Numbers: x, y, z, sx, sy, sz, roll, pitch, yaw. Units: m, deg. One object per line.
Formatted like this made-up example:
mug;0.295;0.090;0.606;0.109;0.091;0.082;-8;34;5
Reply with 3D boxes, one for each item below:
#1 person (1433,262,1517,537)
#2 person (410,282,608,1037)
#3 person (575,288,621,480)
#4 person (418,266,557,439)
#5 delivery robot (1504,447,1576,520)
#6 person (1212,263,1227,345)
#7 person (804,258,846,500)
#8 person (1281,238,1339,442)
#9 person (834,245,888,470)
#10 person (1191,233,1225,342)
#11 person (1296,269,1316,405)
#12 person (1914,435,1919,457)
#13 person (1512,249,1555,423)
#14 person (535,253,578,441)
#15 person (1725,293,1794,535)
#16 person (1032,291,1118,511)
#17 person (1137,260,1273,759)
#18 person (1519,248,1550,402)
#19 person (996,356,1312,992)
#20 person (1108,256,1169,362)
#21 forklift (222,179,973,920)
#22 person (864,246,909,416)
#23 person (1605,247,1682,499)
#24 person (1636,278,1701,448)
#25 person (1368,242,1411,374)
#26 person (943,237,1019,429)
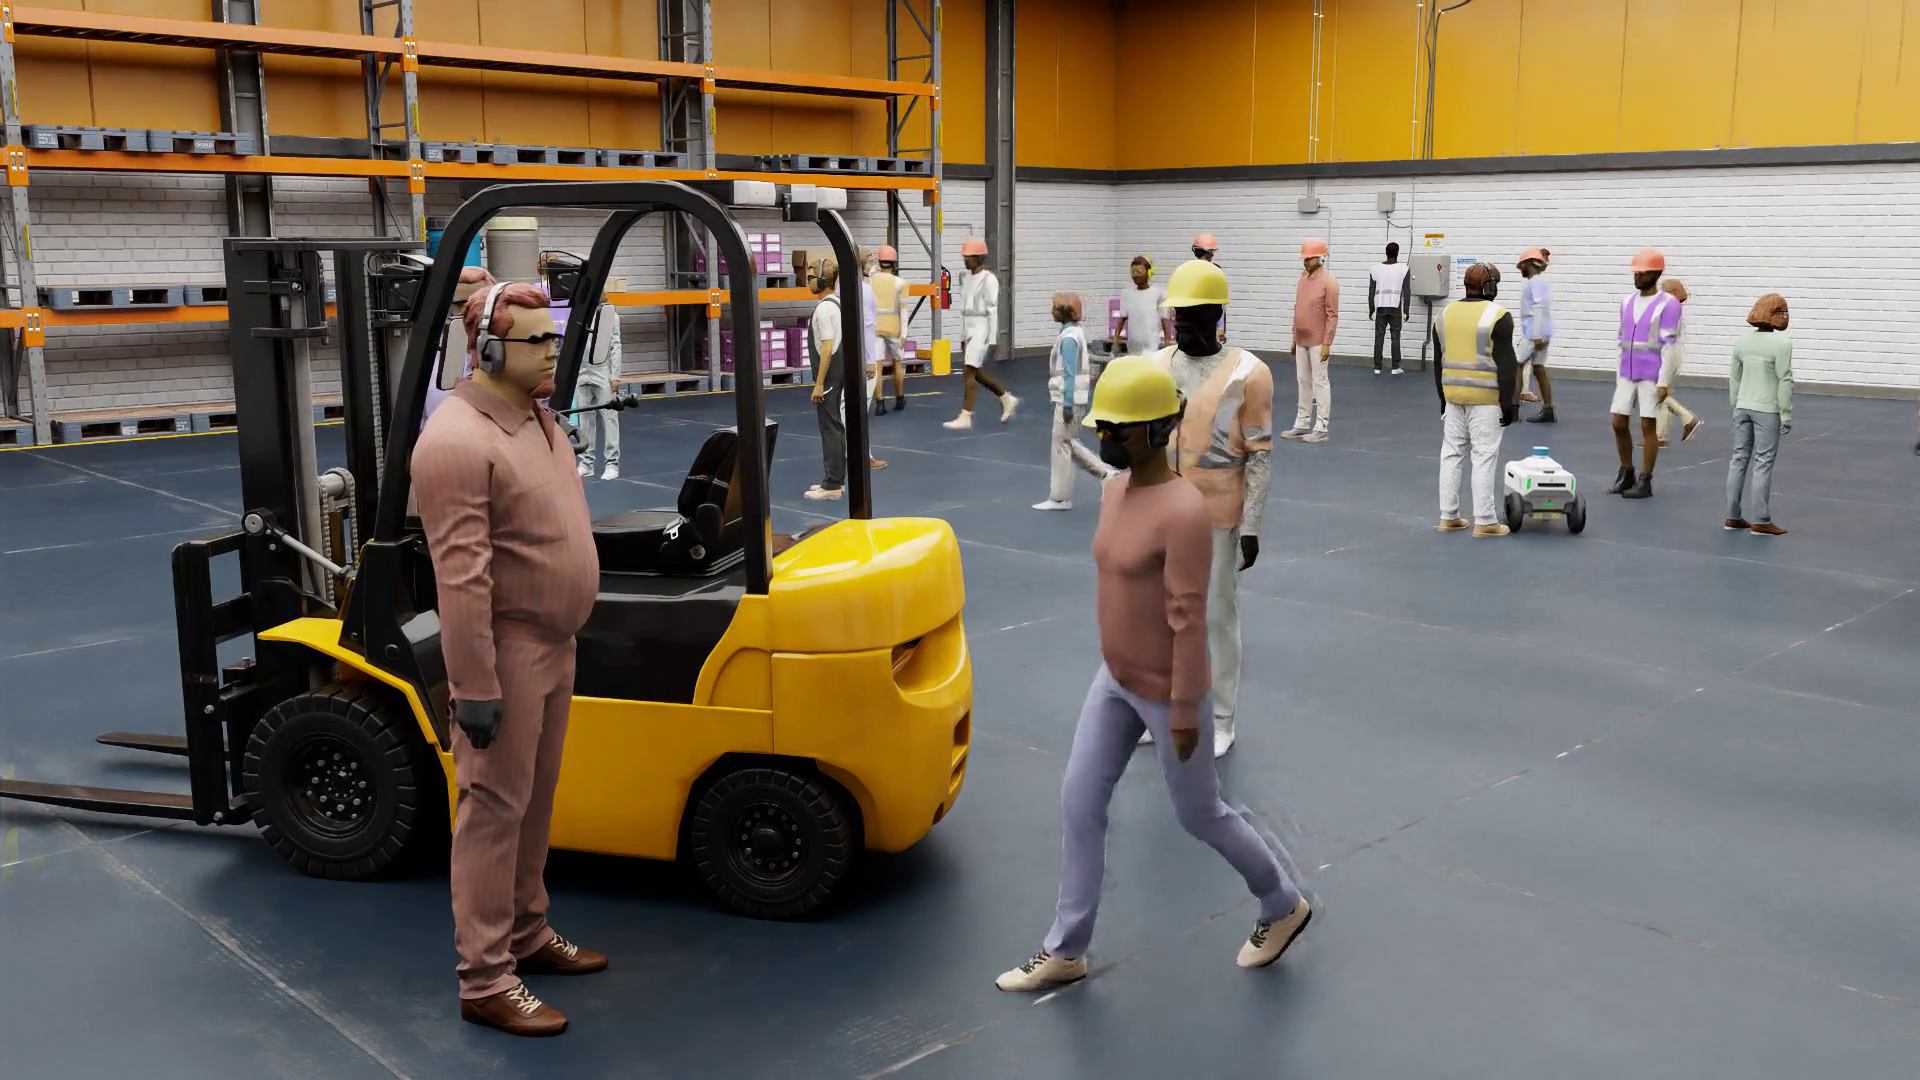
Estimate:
person;3.484;-0.941;11.221;0.429;1.844;0.628;-7;13;-35
person;-1.128;0.295;4.302;0.402;1.906;0.651;1;10;5
person;-3.044;-1.364;13.805;0.485;1.739;0.314;4;11;22
person;-1.956;-0.161;6.814;0.641;1.900;0.403;0;10;-1
delivery robot;4.019;-0.403;11.542;0.477;0.478;0.707;1;10;6
person;3.033;-2.515;20.218;0.530;1.689;0.322;-8;13;-36
person;-1.028;-1.226;12.762;0.345;1.846;0.507;1;10;6
person;3.468;-1.966;16.391;0.379;1.994;0.611;-5;12;-26
person;-0.879;-1.574;14.405;0.368;1.939;0.632;-5;12;-26
person;2.780;-2.479;19.057;0.606;2.044;0.373;9;14;41
person;4.196;-2.434;19.928;0.287;1.633;0.498;4;11;19
person;5.941;-0.577;9.801;0.338;1.635;0.529;-7;12;-33
person;6.170;-2.207;18.041;0.704;1.874;0.628;6;12;31
person;-3.993;-1.884;16.348;0.571;1.845;0.382;-4;11;-19
person;5.444;-0.854;11.308;0.279;1.634;0.497;-4;11;-19
person;0.843;-1.012;12.182;0.549;1.622;0.527;2;11;8
person;0.916;-0.113;6.469;0.585;1.928;0.369;8;13;37
person;7.007;-2.623;20.336;0.333;1.864;0.520;3;11;14
person;0.566;0.362;4.447;0.872;1.724;0.527;-4;11;-23
person;1.729;-1.846;16.218;0.556;1.813;0.990;7;13;35
forklift;-1.114;-0.058;5.440;2.313;2.155;1.214;2;11;13
person;-0.835;-2.390;18.984;0.552;1.889;0.975;1;10;4
person;5.248;-1.273;12.803;0.375;1.940;0.553;-6;12;-28
person;6.757;-1.665;15.771;0.477;1.619;0.504;4;11;19
person;6.286;-3.392;24.376;0.597;1.916;0.371;5;11;24
person;0.242;-2.174;17.500;0.876;2.016;0.612;-5;12;-26
